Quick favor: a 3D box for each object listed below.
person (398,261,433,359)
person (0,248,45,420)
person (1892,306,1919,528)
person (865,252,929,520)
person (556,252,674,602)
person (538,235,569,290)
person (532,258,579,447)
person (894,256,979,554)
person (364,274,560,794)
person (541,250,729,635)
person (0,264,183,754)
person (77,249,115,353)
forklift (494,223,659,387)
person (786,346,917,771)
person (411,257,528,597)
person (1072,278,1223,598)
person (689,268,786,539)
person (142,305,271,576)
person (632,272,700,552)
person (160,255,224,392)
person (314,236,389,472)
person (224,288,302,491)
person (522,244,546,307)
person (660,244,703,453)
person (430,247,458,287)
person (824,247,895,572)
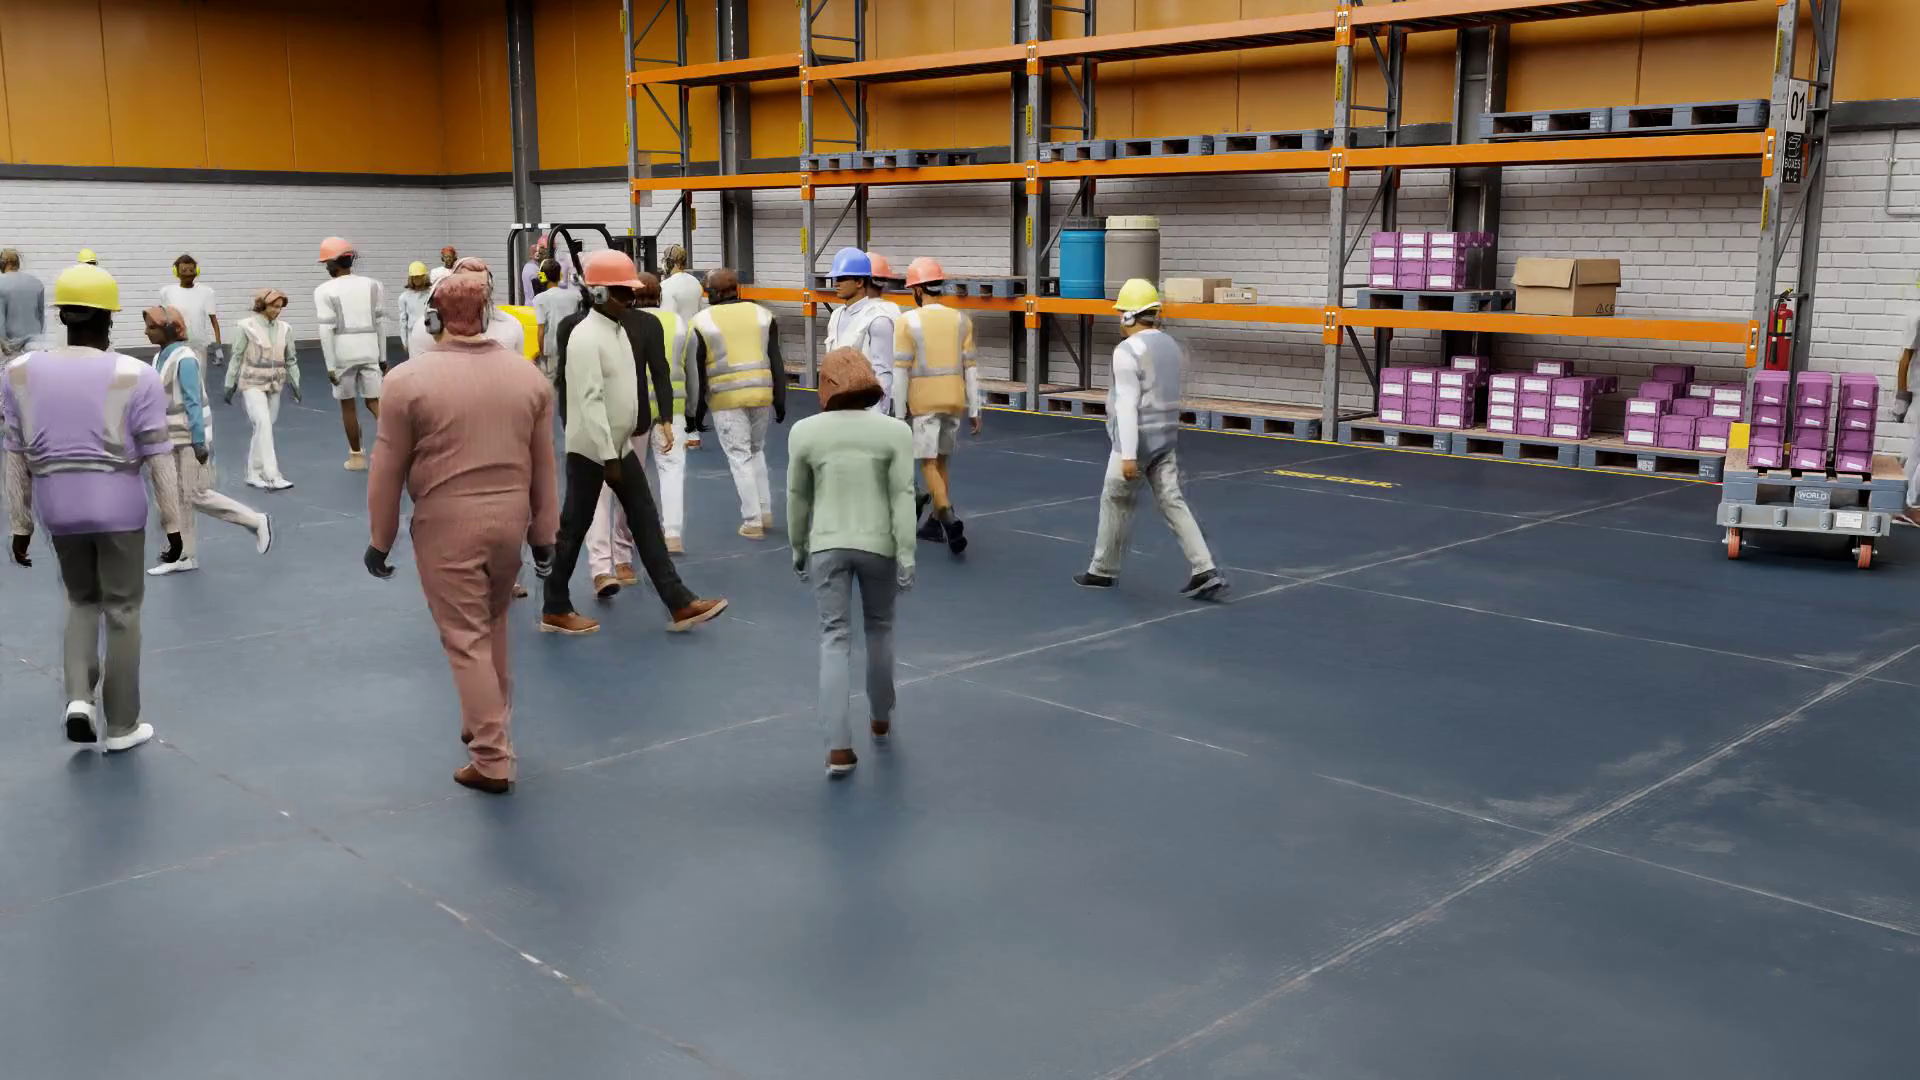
[{"bbox_3d":[-5.968,-2.225,18.502,0.499,1.732,0.439,-3,11,-16],"label":"person"},{"bbox_3d":[-10.194,-2.220,18.082,1.020,1.896,0.635,7,12,32],"label":"person"},{"bbox_3d":[6.703,-0.979,11.416,0.552,1.843,0.523,-6,12,-31],"label":"person"},{"bbox_3d":[-0.514,-1.043,11.607,0.853,1.911,0.542,8,13,39],"label":"person"},{"bbox_3d":[-1.918,-0.641,9.330,0.604,1.925,0.986,-4,11,-21],"label":"person"},{"bbox_3d":[-6.143,-3.604,25.252,0.619,2.021,0.627,6,12,28],"label":"person"},{"bbox_3d":[-3.753,-1.738,15.649,0.496,1.817,0.986,-8,13,-35],"label":"person"},{"bbox_3d":[-0.116,-0.864,10.685,0.588,1.898,0.869,-5,12,-27],"label":"person"},{"bbox_3d":[-1.891,-0.032,6.186,0.820,1.878,0.647,10,14,42],"label":"person"},{"bbox_3d":[-1.697,-0.460,8.316,1.016,1.937,0.642,2,11,11],"label":"person"},{"bbox_3d":[-3.353,-0.109,6.481,0.617,1.909,0.416,-1,10,-5],"label":"person"},{"bbox_3d":[-11.817,-3.040,22.682,0.404,1.835,0.587,5,12,25],"label":"person"},{"bbox_3d":[-5.316,-3.263,22.920,2.313,2.155,1.214,-10,14,-44],"label":"forklift"},{"bbox_3d":[-0.413,0.056,6.440,0.521,1.594,0.804,0,10,2],"label":"person"},{"bbox_3d":[-2.671,-0.601,9.199,0.638,1.905,0.407,-7,13,-34],"label":"person"},{"bbox_3d":[1.084,-0.558,9.290,0.913,1.795,0.606,9,14,40],"label":"person"},{"bbox_3d":[-1.518,-0.908,11.173,0.641,1.802,0.588,-6,12,-31],"label":"person"},{"bbox_3d":[-4.575,-0.606,9.988,0.527,1.615,0.632,10,15,44],"label":"person"},{"bbox_3d":[-1.999,-0.831,10.786,0.642,1.788,0.973,-4,11,-19],"label":"person"},{"bbox_3d":[-7.604,-1.894,16.480,0.550,1.818,0.948,-6,12,-28],"label":"person"},{"bbox_3d":[-5.072,-1.540,14.019,0.642,2.017,0.740,-10,14,-43],"label":"person"},{"bbox_3d":[-5.478,-1.186,13.190,0.772,1.596,0.576,6,12,30],"label":"person"},{"bbox_3d":[-6.054,-3.297,23.918,0.404,1.900,0.641,-5,12,-26],"label":"person"},{"bbox_3d":[-2.626,-1.782,15.538,0.362,1.939,0.635,4,11,20],"label":"person"},{"bbox_3d":[-7.409,-3.330,24.232,0.610,1.843,0.903,-2,11,-11],"label":"person"},{"bbox_3d":[-0.629,-0.787,10.092,0.391,1.948,0.605,-8,13,-37],"label":"person"}]
